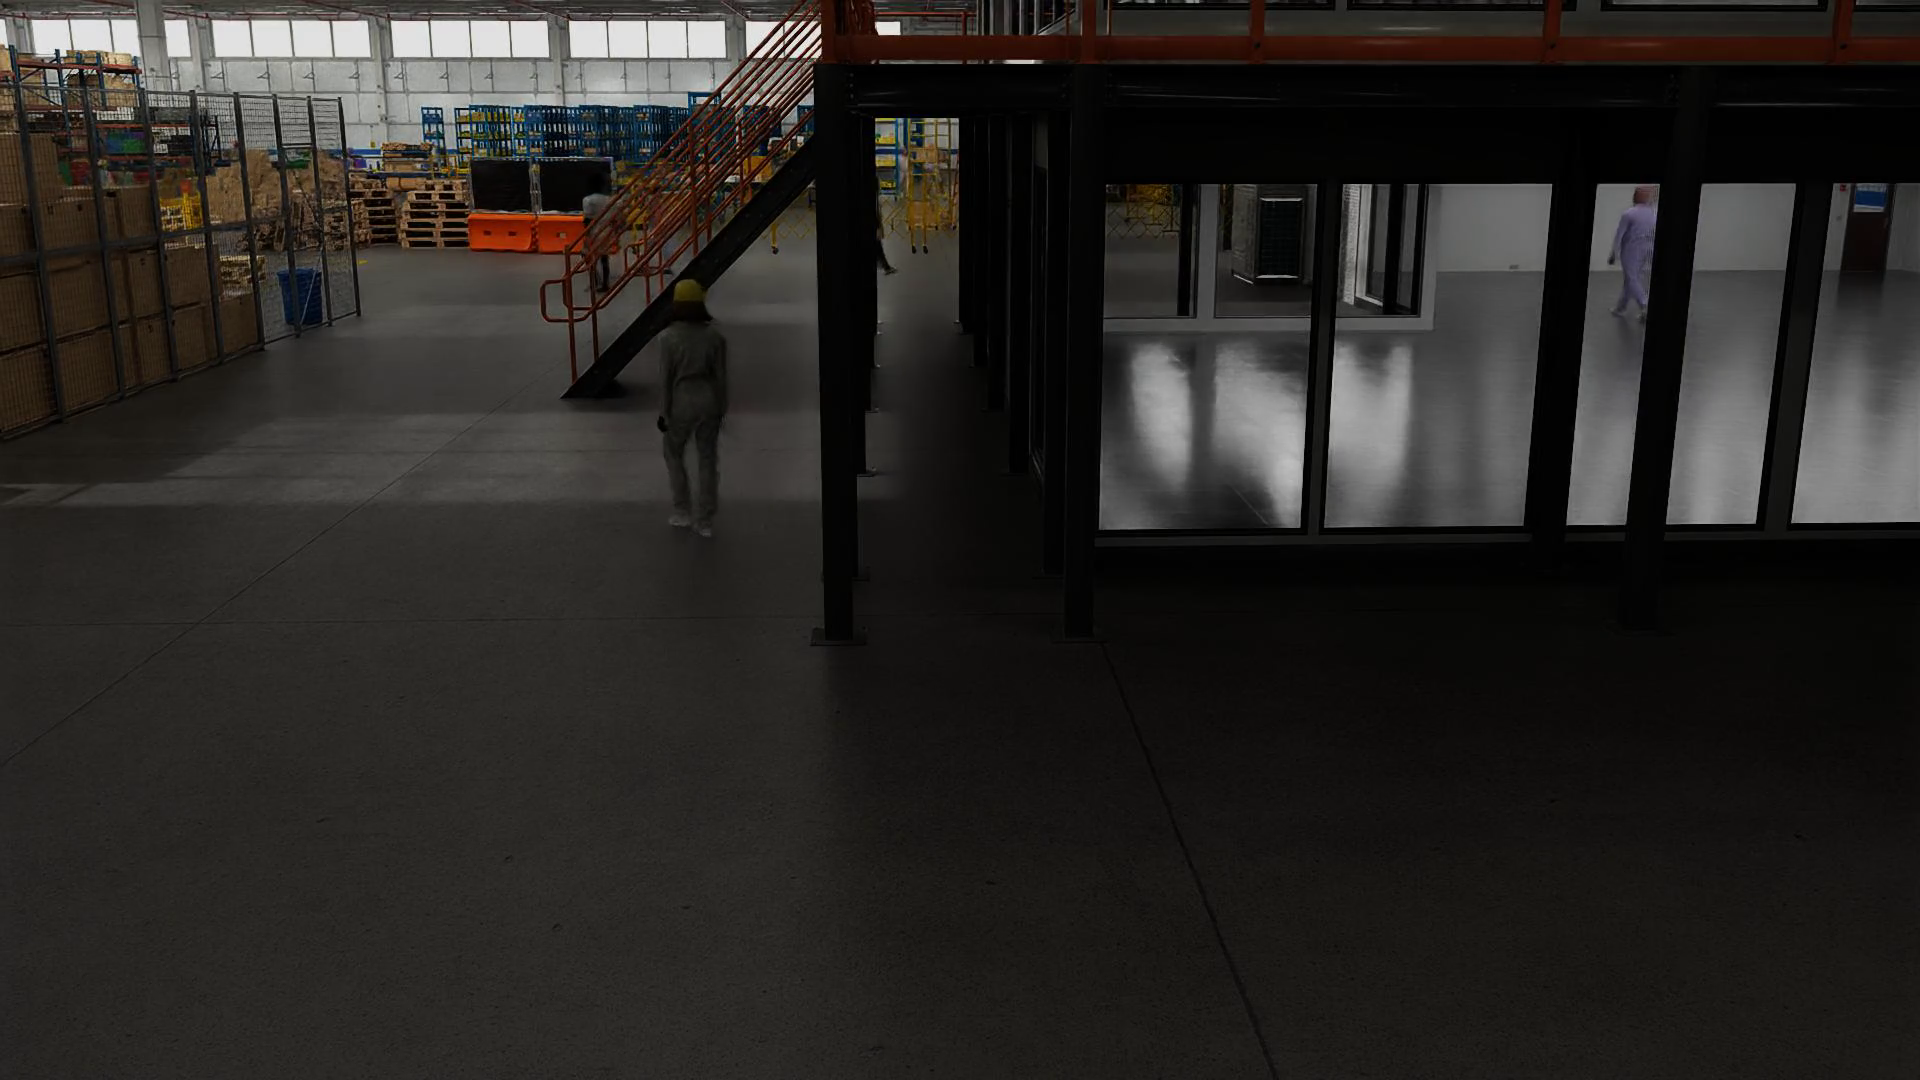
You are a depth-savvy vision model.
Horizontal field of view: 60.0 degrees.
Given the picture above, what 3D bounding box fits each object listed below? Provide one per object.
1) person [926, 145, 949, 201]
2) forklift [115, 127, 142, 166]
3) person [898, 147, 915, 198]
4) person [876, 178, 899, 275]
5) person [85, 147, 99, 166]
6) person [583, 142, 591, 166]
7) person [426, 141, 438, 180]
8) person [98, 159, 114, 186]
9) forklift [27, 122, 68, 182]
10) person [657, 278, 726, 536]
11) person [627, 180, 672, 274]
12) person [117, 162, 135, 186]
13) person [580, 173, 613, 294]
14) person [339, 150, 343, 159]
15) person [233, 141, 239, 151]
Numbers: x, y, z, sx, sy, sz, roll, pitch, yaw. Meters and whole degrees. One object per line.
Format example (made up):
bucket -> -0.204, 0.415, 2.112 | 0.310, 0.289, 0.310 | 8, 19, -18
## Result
person -> -0.840, -13.354, 60.527 | 0.630, 1.983, 1.067 | -13, 19, -42
forklift -> -35.922, -16.877, 72.786 | 1.873, 2.768, 1.129 | -1, 14, -2
person -> -2.037, -13.834, 62.610 | 0.672, 1.892, 0.497 | -1, 14, -4
person -> -1.583, -5.691, 30.281 | 0.991, 1.796, 0.524 | -8, 16, -28
person -> -32.555, -13.863, 62.771 | 0.590, 1.894, 0.907 | 11, 18, 37
person -> -19.173, -19.415, 85.086 | 0.736, 1.810, 0.589 | 0, 14, -1
person -> -26.194, -18.772, 82.361 | 0.640, 1.893, 0.981 | -12, 19, -41
person -> -23.595, -9.617, 45.986 | 0.618, 1.776, 0.954 | 1, 14, 3
forklift -> -35.376, -14.773, 64.377 | 1.129, 2.768, 1.873 | -1, 14, -2
person -> -1.831, -0.900, 11.255 | 0.516, 1.721, 0.566 | -8, 16, -28
person -> -5.783, -5.803, 30.873 | 0.894, 1.724, 0.526 | 4, 15, 15
person -> -24.963, -10.507, 49.882 | 0.500, 1.625, 0.433 | 0, 14, 1
person -> -5.987, -5.002, 27.199 | 0.582, 1.950, 0.633 | 11, 18, 37
person -> -24.940, -14.970, 67.536 | 0.954, 1.718, 0.533 | -3, 14, -13
person -> -34.111, -17.869, 78.629 | 0.640, 1.949, 0.604 | 6, 15, 22
